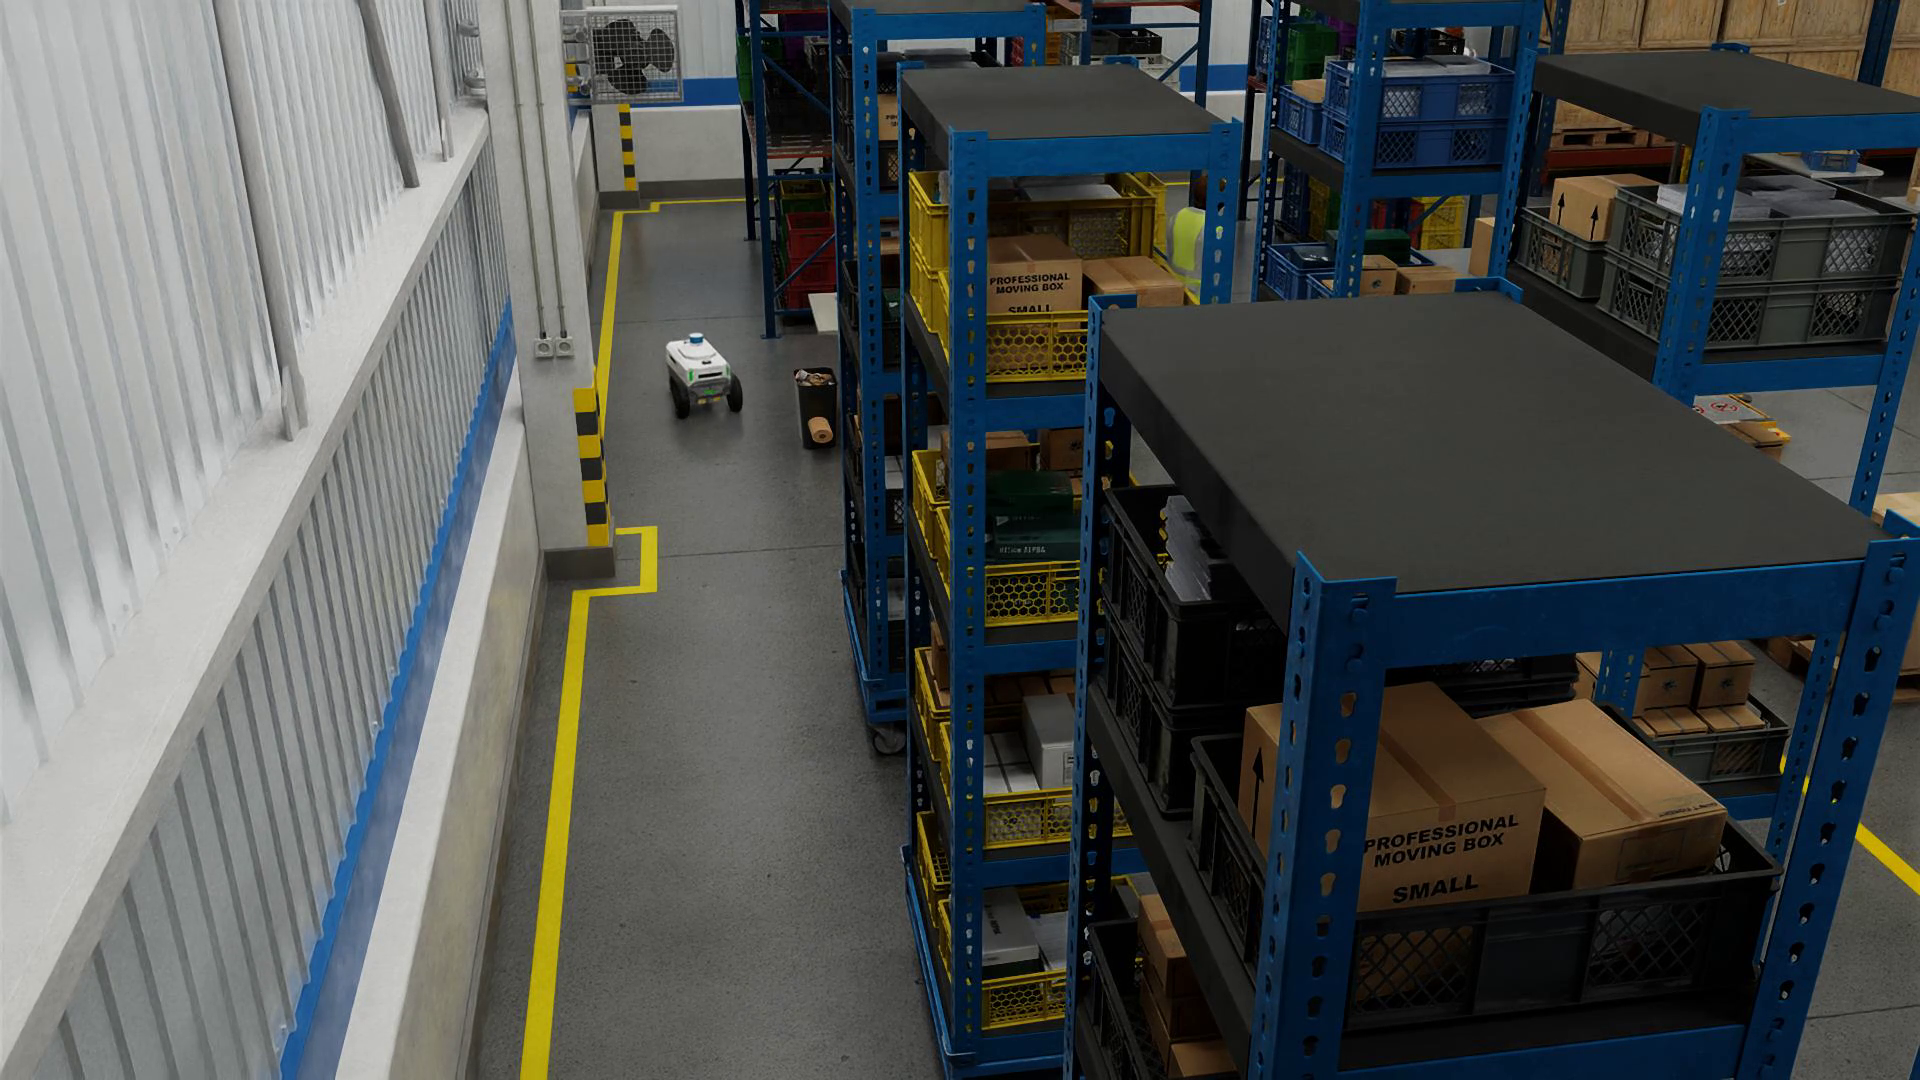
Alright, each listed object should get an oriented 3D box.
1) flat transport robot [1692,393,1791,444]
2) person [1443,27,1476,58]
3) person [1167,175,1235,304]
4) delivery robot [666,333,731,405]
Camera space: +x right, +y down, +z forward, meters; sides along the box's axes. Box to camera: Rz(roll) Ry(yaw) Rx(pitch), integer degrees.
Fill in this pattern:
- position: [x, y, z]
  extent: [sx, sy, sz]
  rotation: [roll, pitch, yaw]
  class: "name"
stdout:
- position: [5.224, -0.859, 12.132]
  extent: [1.431, 0.197, 0.652]
  rotation: [-4, 25, -8]
  class: "flat transport robot"
- position: [5.680, -5.076, 19.384]
  extent: [0.573, 1.884, 0.359]
  rotation: [-8, 26, -17]
  class: "person"
- position: [1.781, -1.770, 12.248]
  extent: [0.429, 1.842, 0.633]
  rotation: [-13, 28, -27]
  class: "person"
- position: [-2.005, -1.340, 12.733]
  extent: [0.477, 0.478, 0.707]
  rotation: [-10, 27, -21]
  class: "delivery robot"
